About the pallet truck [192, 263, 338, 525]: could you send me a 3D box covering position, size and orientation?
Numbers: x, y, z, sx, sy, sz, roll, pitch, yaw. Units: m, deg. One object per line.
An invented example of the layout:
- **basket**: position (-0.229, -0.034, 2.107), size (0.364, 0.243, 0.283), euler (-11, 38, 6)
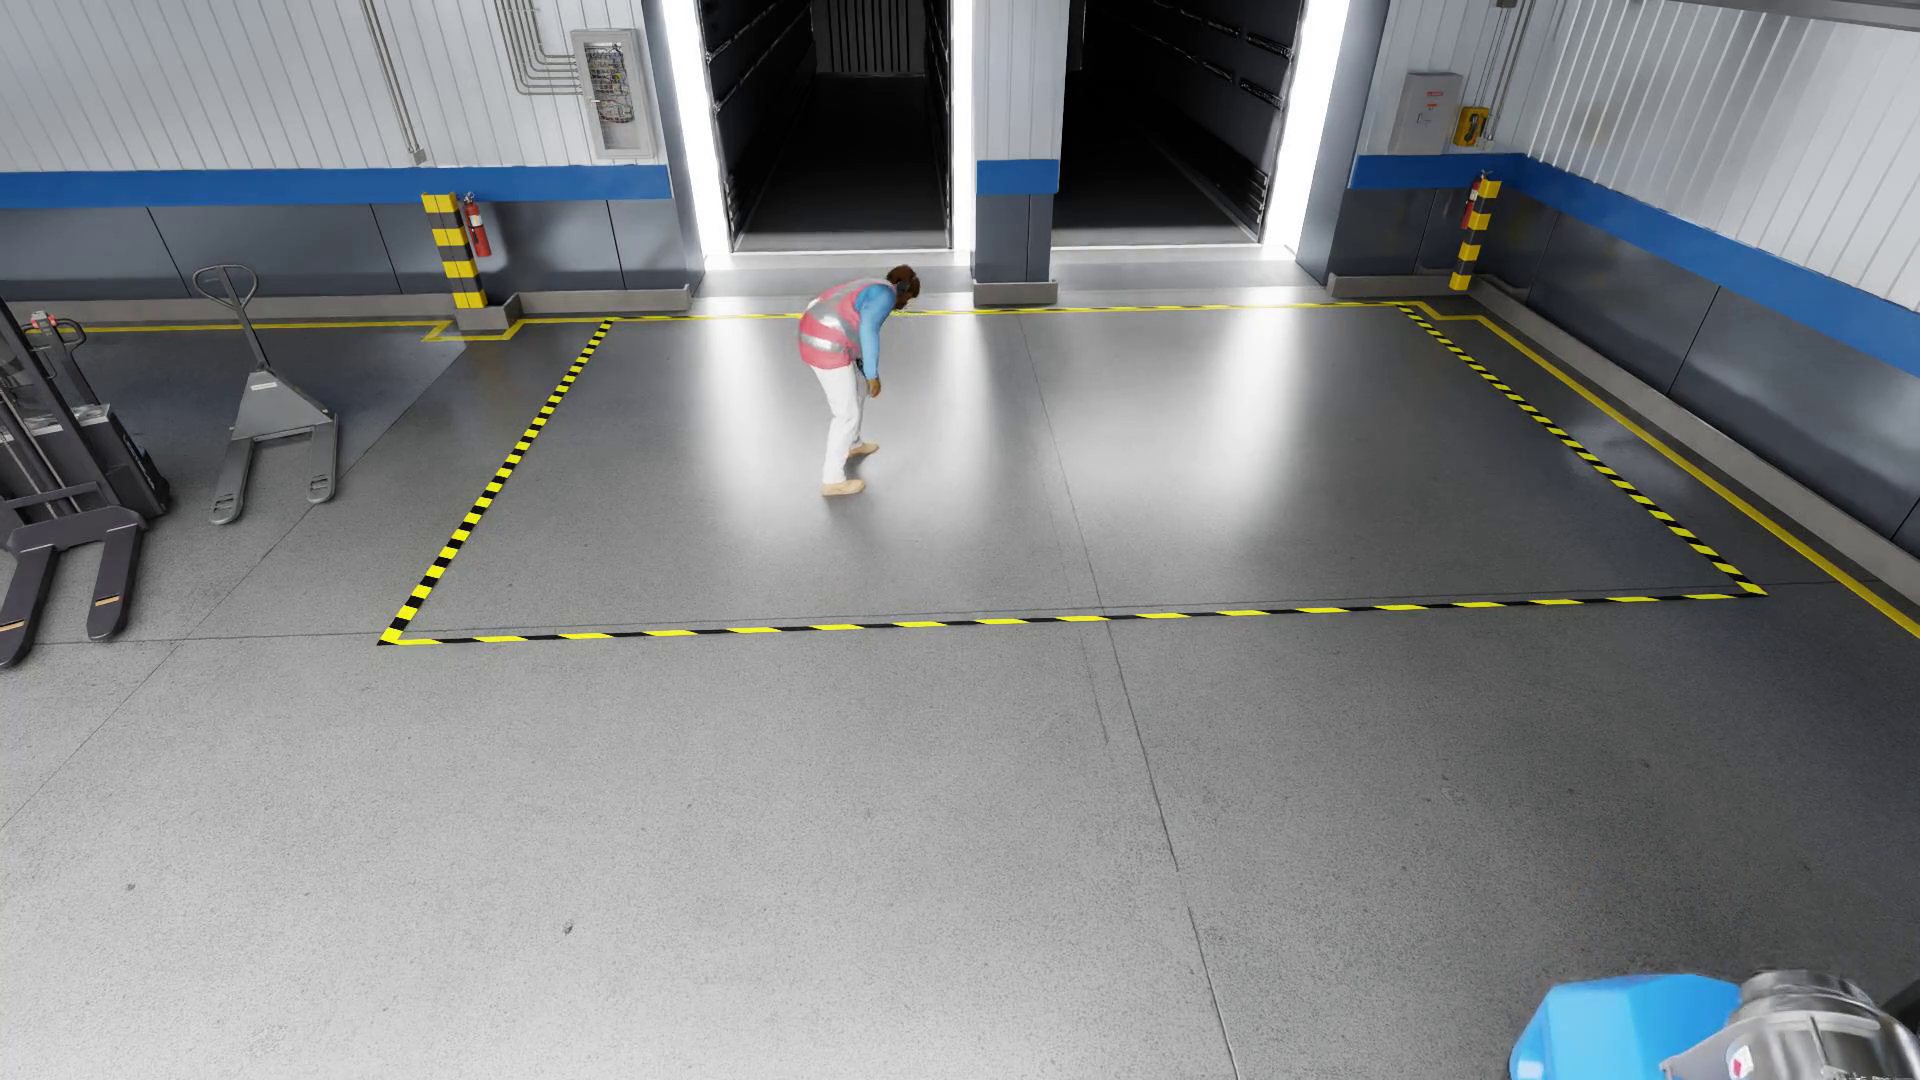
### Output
- **pallet truck**: position (-4.778, -1.027, 6.128), size (0.680, 1.201, 1.601), euler (-17, 38, -23)

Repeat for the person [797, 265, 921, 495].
- **person**: position (-0.630, -1.112, 6.177), size (0.881, 1.356, 0.900), euler (-11, 36, -15)

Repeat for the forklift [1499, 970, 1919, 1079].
- **forklift**: position (2.629, 1.479, 1.554), size (2.680, 2.036, 1.157), euler (13, 37, 18)

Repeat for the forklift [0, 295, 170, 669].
- **forklift**: position (-5.212, -0.618, 4.878), size (0.823, 1.965, 1.885), euler (-20, 39, -26)
